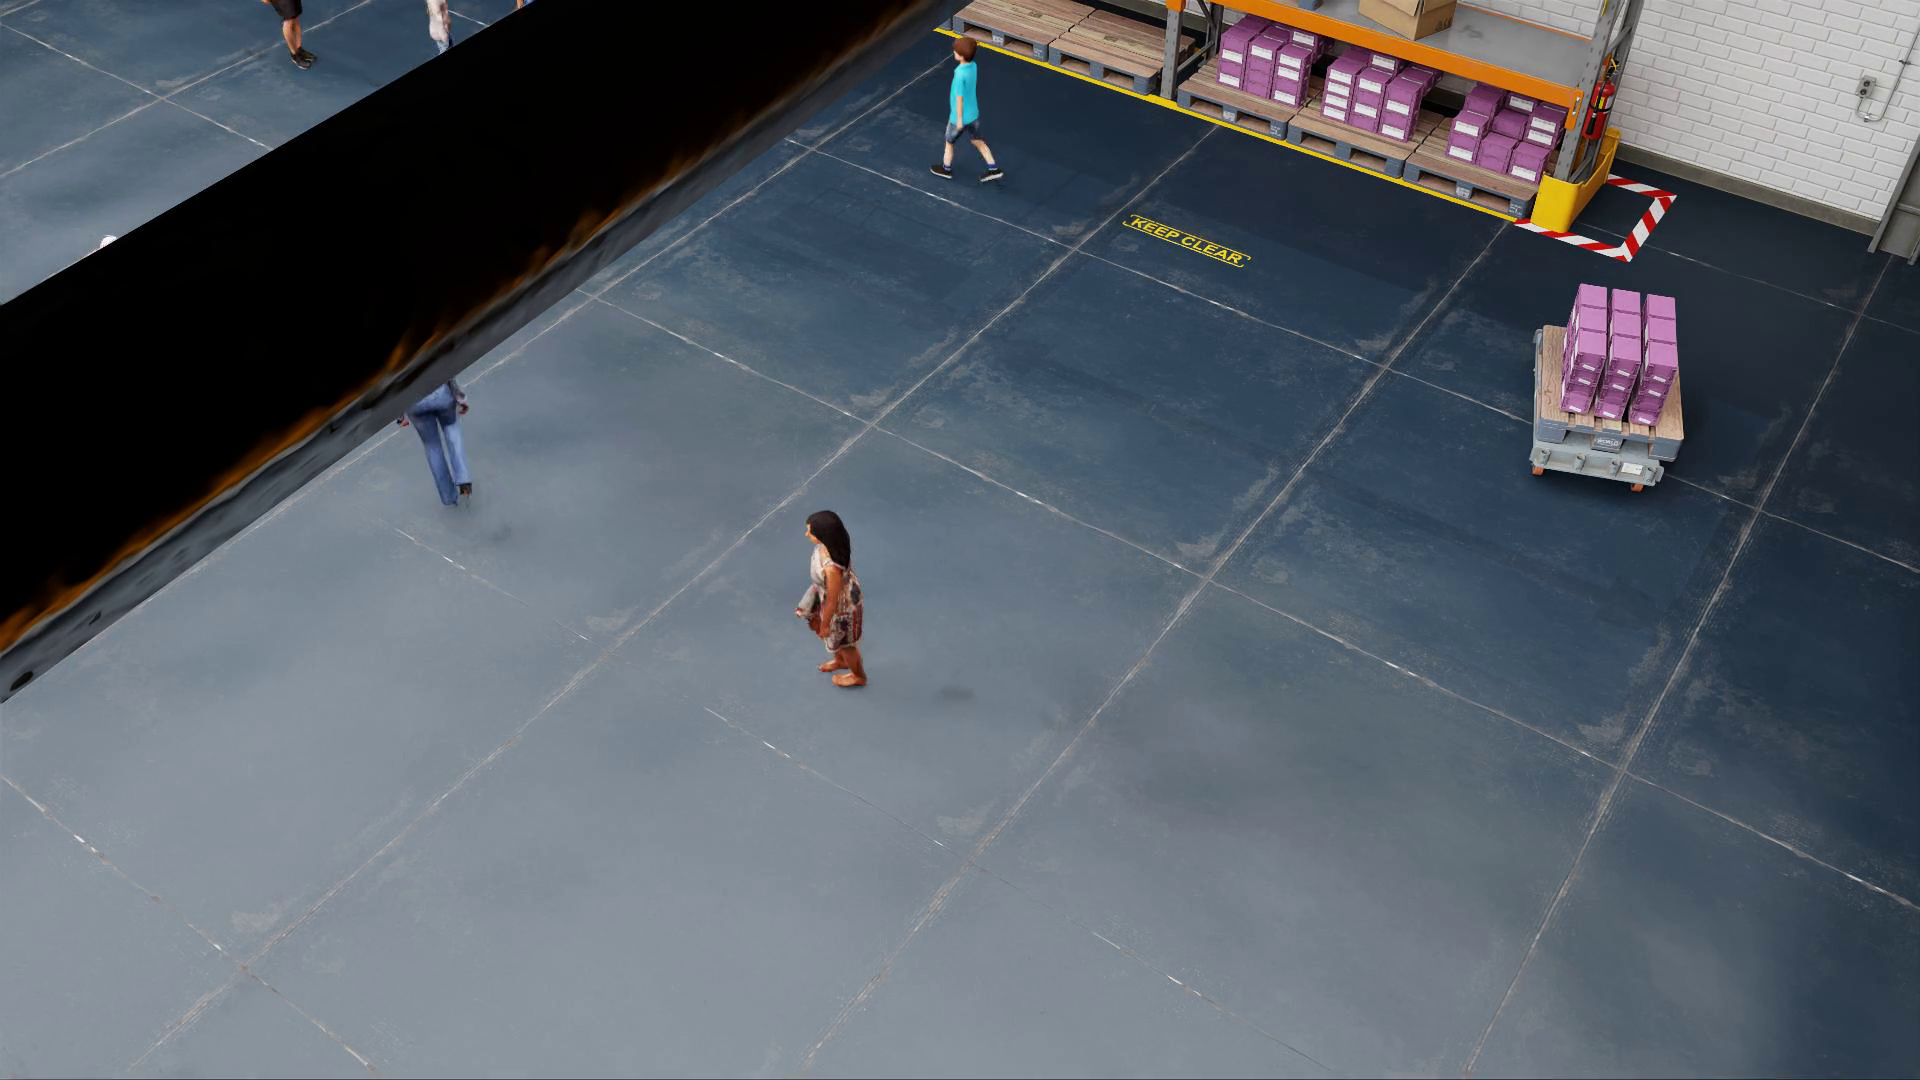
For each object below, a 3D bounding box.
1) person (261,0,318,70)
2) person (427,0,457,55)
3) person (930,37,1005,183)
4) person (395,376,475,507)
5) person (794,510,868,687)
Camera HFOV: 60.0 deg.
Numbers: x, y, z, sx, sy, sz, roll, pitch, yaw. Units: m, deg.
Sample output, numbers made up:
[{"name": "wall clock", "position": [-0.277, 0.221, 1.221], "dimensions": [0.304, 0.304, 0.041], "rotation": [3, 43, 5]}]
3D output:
[{"name": "person", "position": [-6.931, -5.639, 16.809], "dimensions": [0.657, 1.702, 0.696], "rotation": [19, 47, 19]}, {"name": "person", "position": [-5.242, -5.108, 16.627], "dimensions": [0.664, 1.185, 0.601], "rotation": [-8, 44, -8]}, {"name": "person", "position": [0.109, -3.894, 15.180], "dimensions": [0.963, 1.424, 0.600], "rotation": [20, 47, 20]}, {"name": "person", "position": [-3.727, -0.908, 11.793], "dimensions": [0.806, 1.771, 0.824], "rotation": [-22, 48, -21]}, {"name": "person", "position": [-0.682, 0.402, 10.524], "dimensions": [0.859, 1.624, 0.806], "rotation": [0, 44, 0]}]
